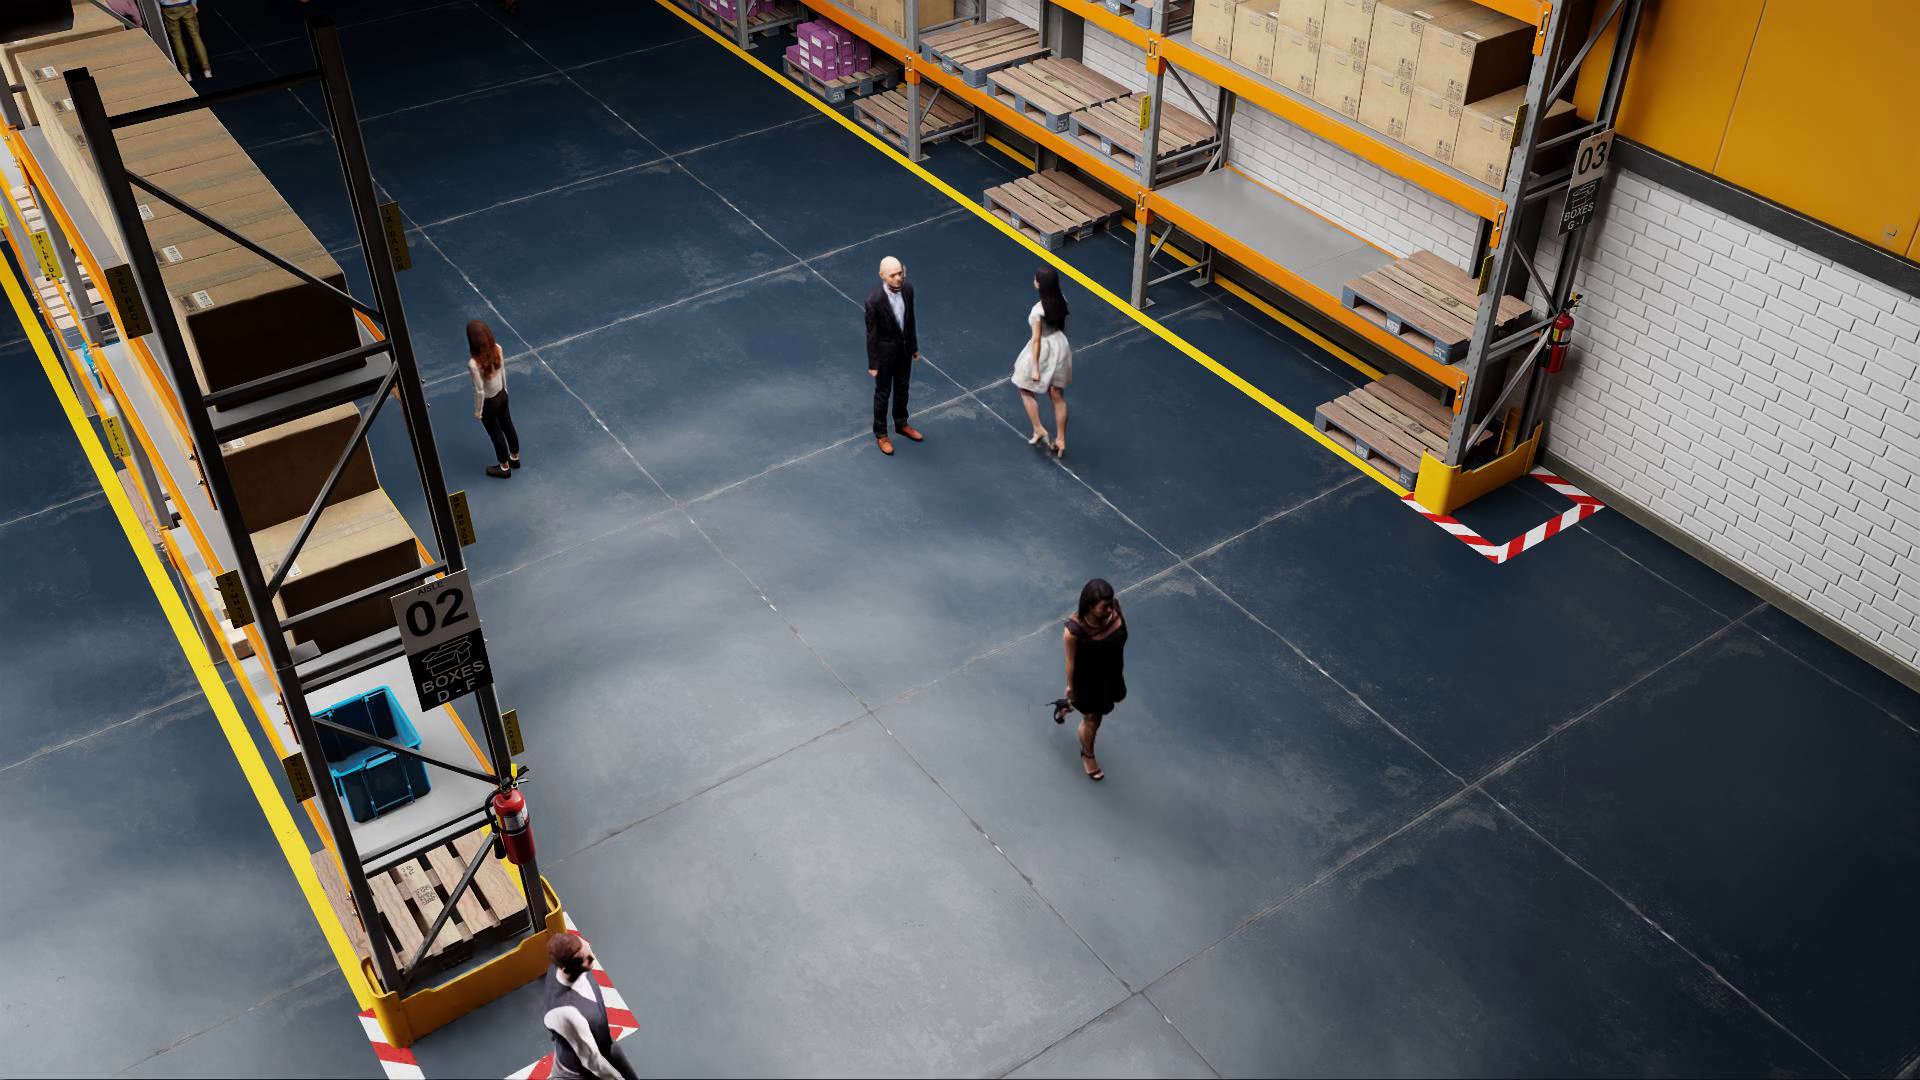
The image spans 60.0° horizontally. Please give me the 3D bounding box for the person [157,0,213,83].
[{"bbox_3d":[-9.620,-6.548,20.401,0.663,1.809,0.536,-23,44,-26],"label":"person"}]

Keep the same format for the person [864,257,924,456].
[{"bbox_3d":[-0.581,-1.615,14.232,0.682,1.800,0.595,-27,46,-30],"label":"person"}]

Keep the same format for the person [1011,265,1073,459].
[{"bbox_3d":[0.770,-1.480,14.103,0.684,1.749,0.789,-31,48,-33],"label":"person"}]

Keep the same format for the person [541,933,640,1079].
[{"bbox_3d":[-2.074,2.734,8.710,1.169,1.895,1.247,-1,39,-1],"label":"person"}]

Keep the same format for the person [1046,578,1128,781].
[{"bbox_3d":[0.844,0.877,11.189,0.730,1.703,0.876,-31,48,-33],"label":"person"}]

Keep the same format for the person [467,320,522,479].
[{"bbox_3d":[-3.916,-1.187,13.948,0.634,1.485,0.618,16,41,20],"label":"person"}]
